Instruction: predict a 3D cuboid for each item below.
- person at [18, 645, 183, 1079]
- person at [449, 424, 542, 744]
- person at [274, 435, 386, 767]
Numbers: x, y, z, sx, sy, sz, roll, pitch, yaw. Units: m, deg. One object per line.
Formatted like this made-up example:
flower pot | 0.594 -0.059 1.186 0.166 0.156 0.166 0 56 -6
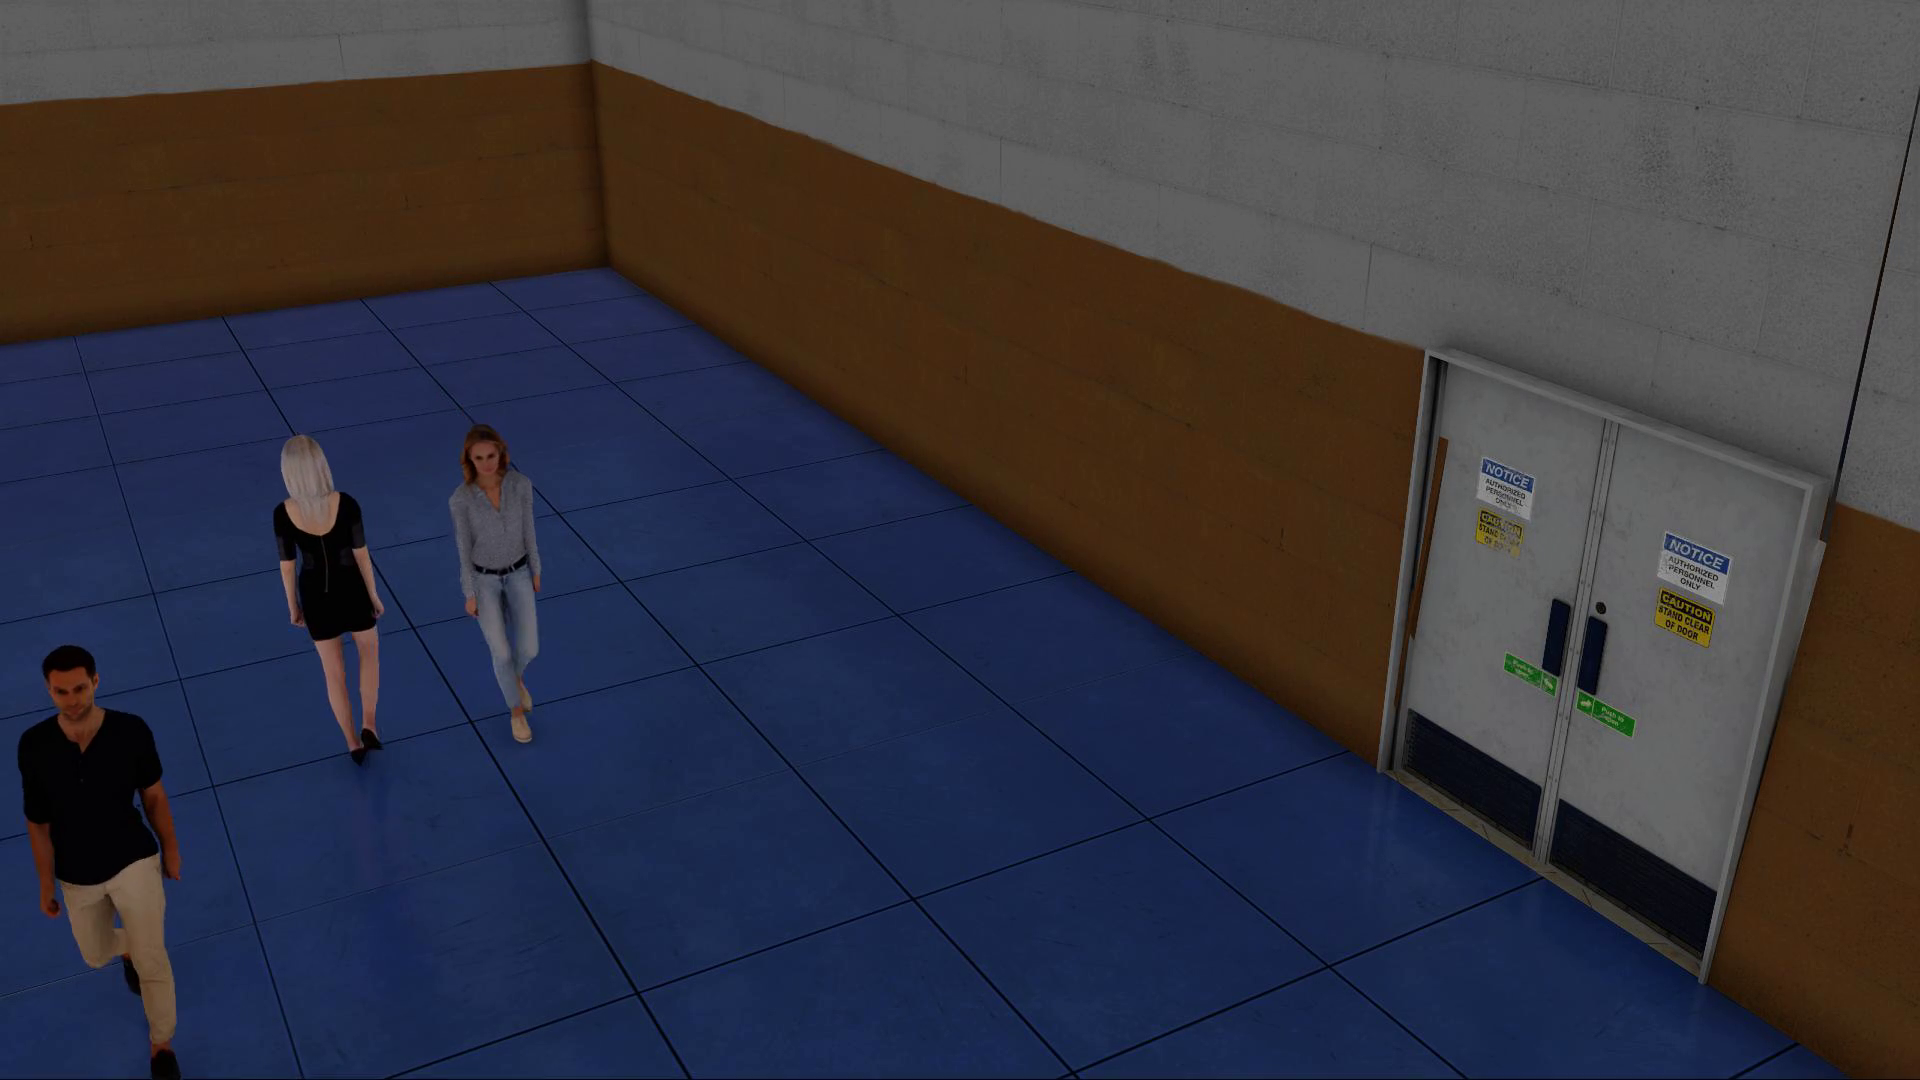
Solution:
person | -3.272 1.211 6.395 1.066 1.833 0.856 -8 25 -17
person | -2.455 0.209 8.781 0.615 1.780 0.656 -13 27 -27
person | -3.146 0.364 8.380 0.662 1.818 0.741 -7 25 -15
